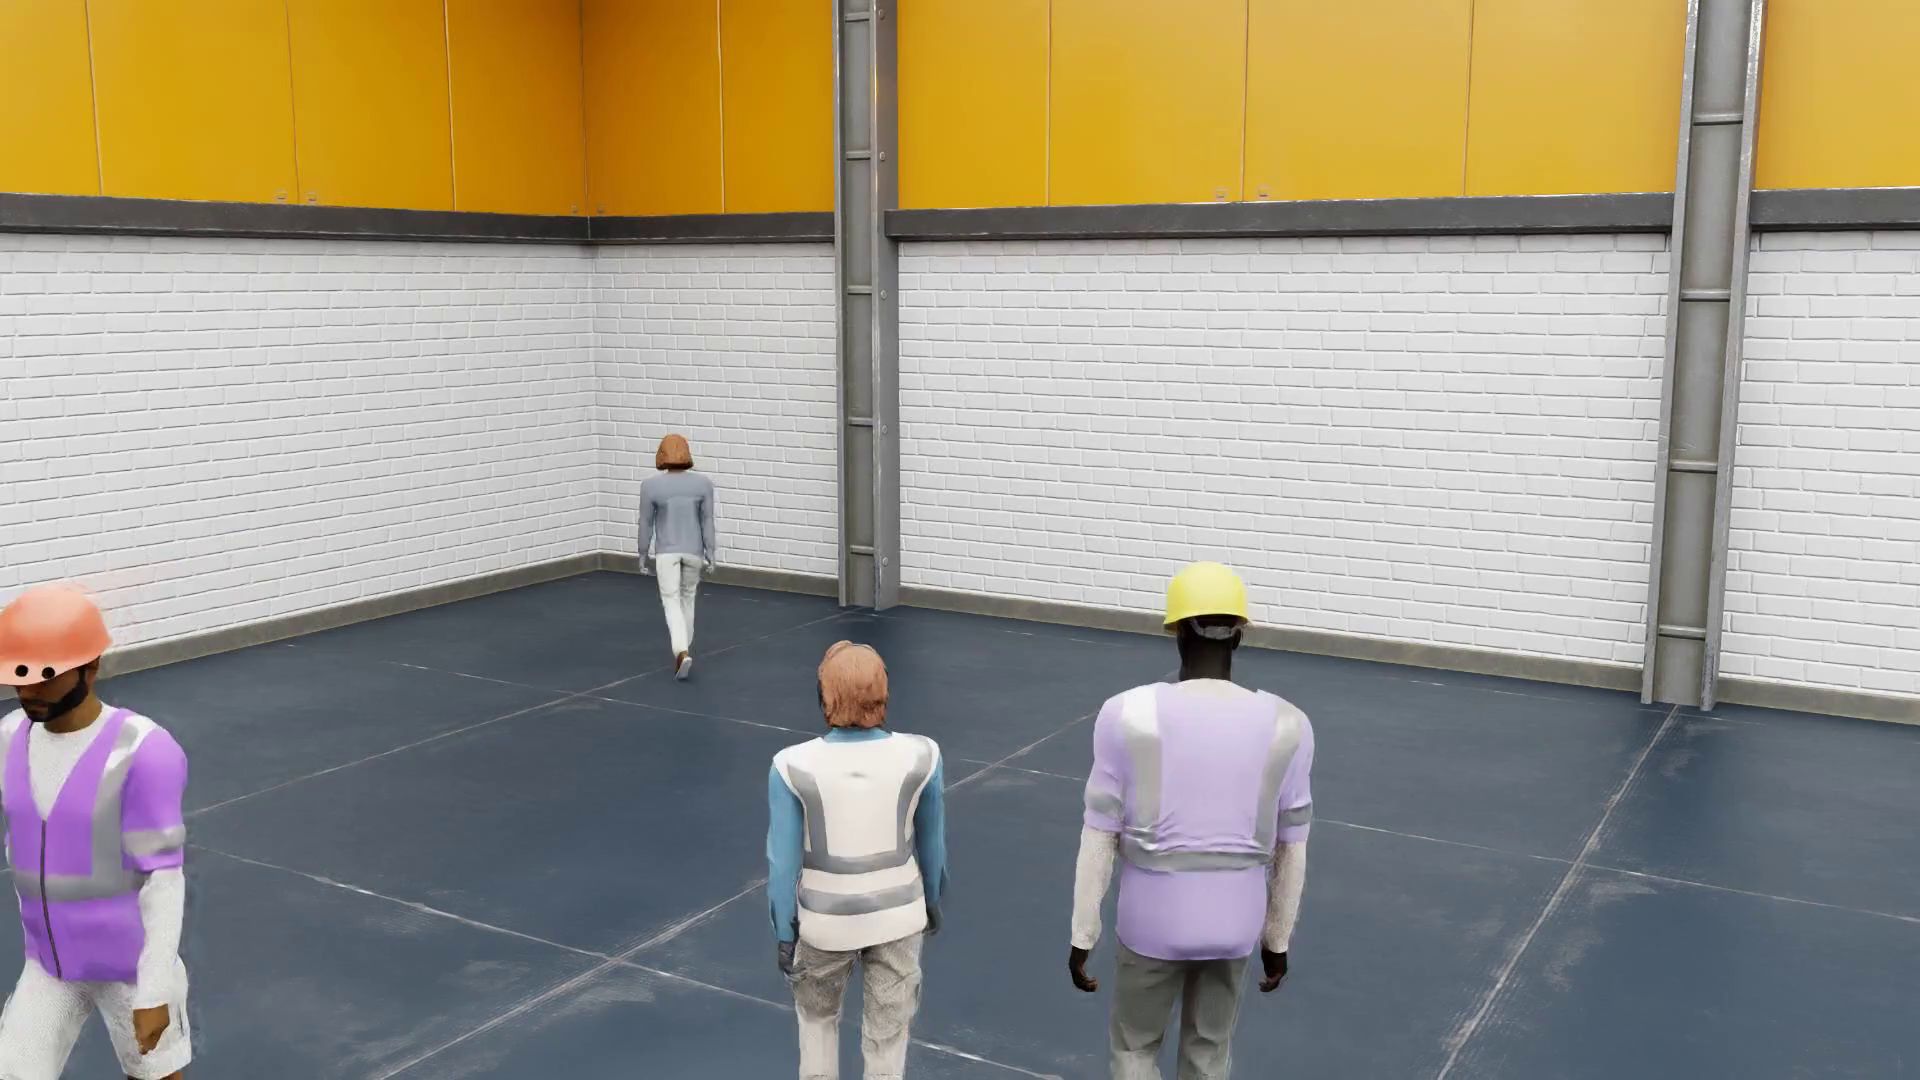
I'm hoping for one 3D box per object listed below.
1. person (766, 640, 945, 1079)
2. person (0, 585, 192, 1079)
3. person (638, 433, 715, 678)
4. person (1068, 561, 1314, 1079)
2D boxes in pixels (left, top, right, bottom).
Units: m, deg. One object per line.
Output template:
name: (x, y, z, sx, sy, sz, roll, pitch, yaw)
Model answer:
person: (-0.291, 1.085, 4.751, 0.518, 1.620, 0.502, -1, 9, -8)
person: (-2.200, 1.057, 4.065, 0.573, 1.897, 0.854, 2, 9, 15)
person: (-1.861, 0.094, 11.032, 0.505, 1.599, 0.813, -4, 10, -22)
person: (0.608, 1.016, 4.348, 0.643, 1.888, 0.608, -1, 9, -6)
